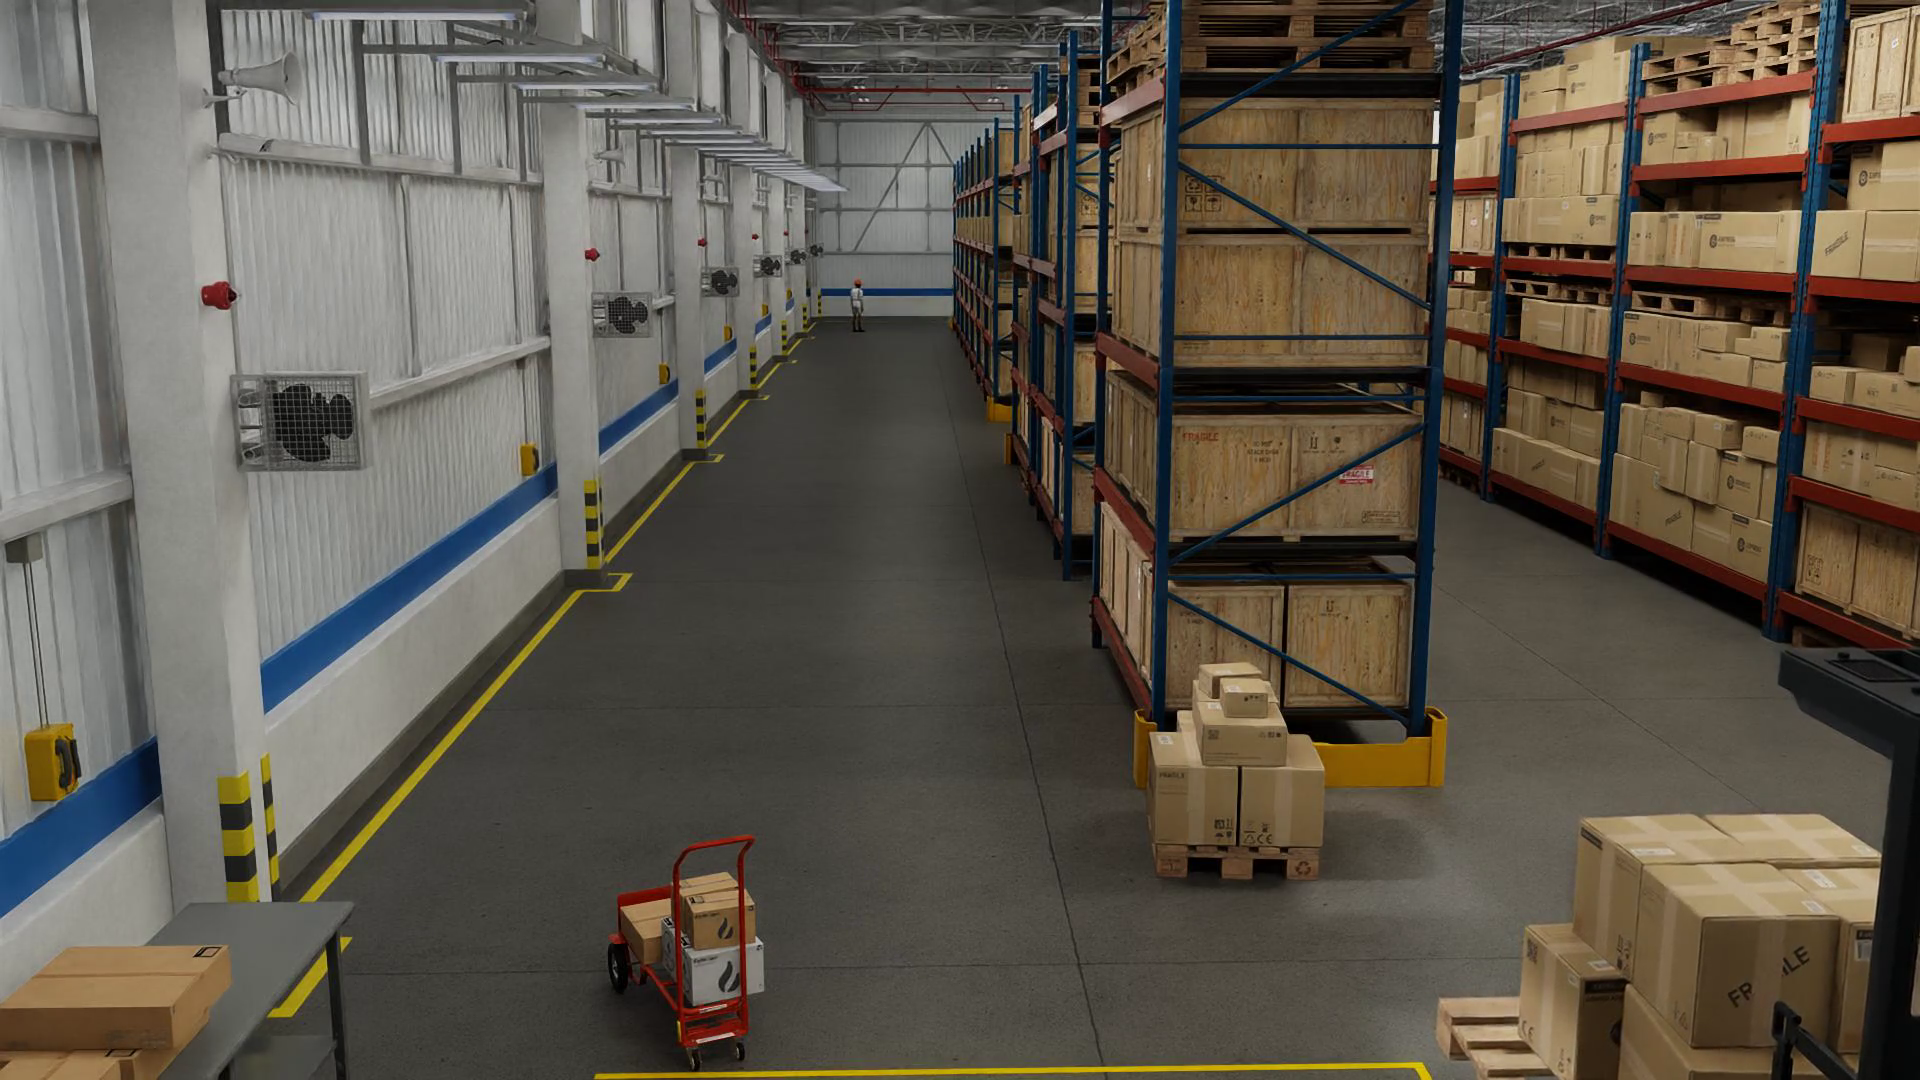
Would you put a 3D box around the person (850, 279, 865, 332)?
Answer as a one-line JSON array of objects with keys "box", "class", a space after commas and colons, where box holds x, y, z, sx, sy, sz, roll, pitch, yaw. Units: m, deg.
[{"box": [-3.753, -8.577, 60.946, 0.545, 1.933, 0.376, 8, 13, 35], "class": "person"}]
